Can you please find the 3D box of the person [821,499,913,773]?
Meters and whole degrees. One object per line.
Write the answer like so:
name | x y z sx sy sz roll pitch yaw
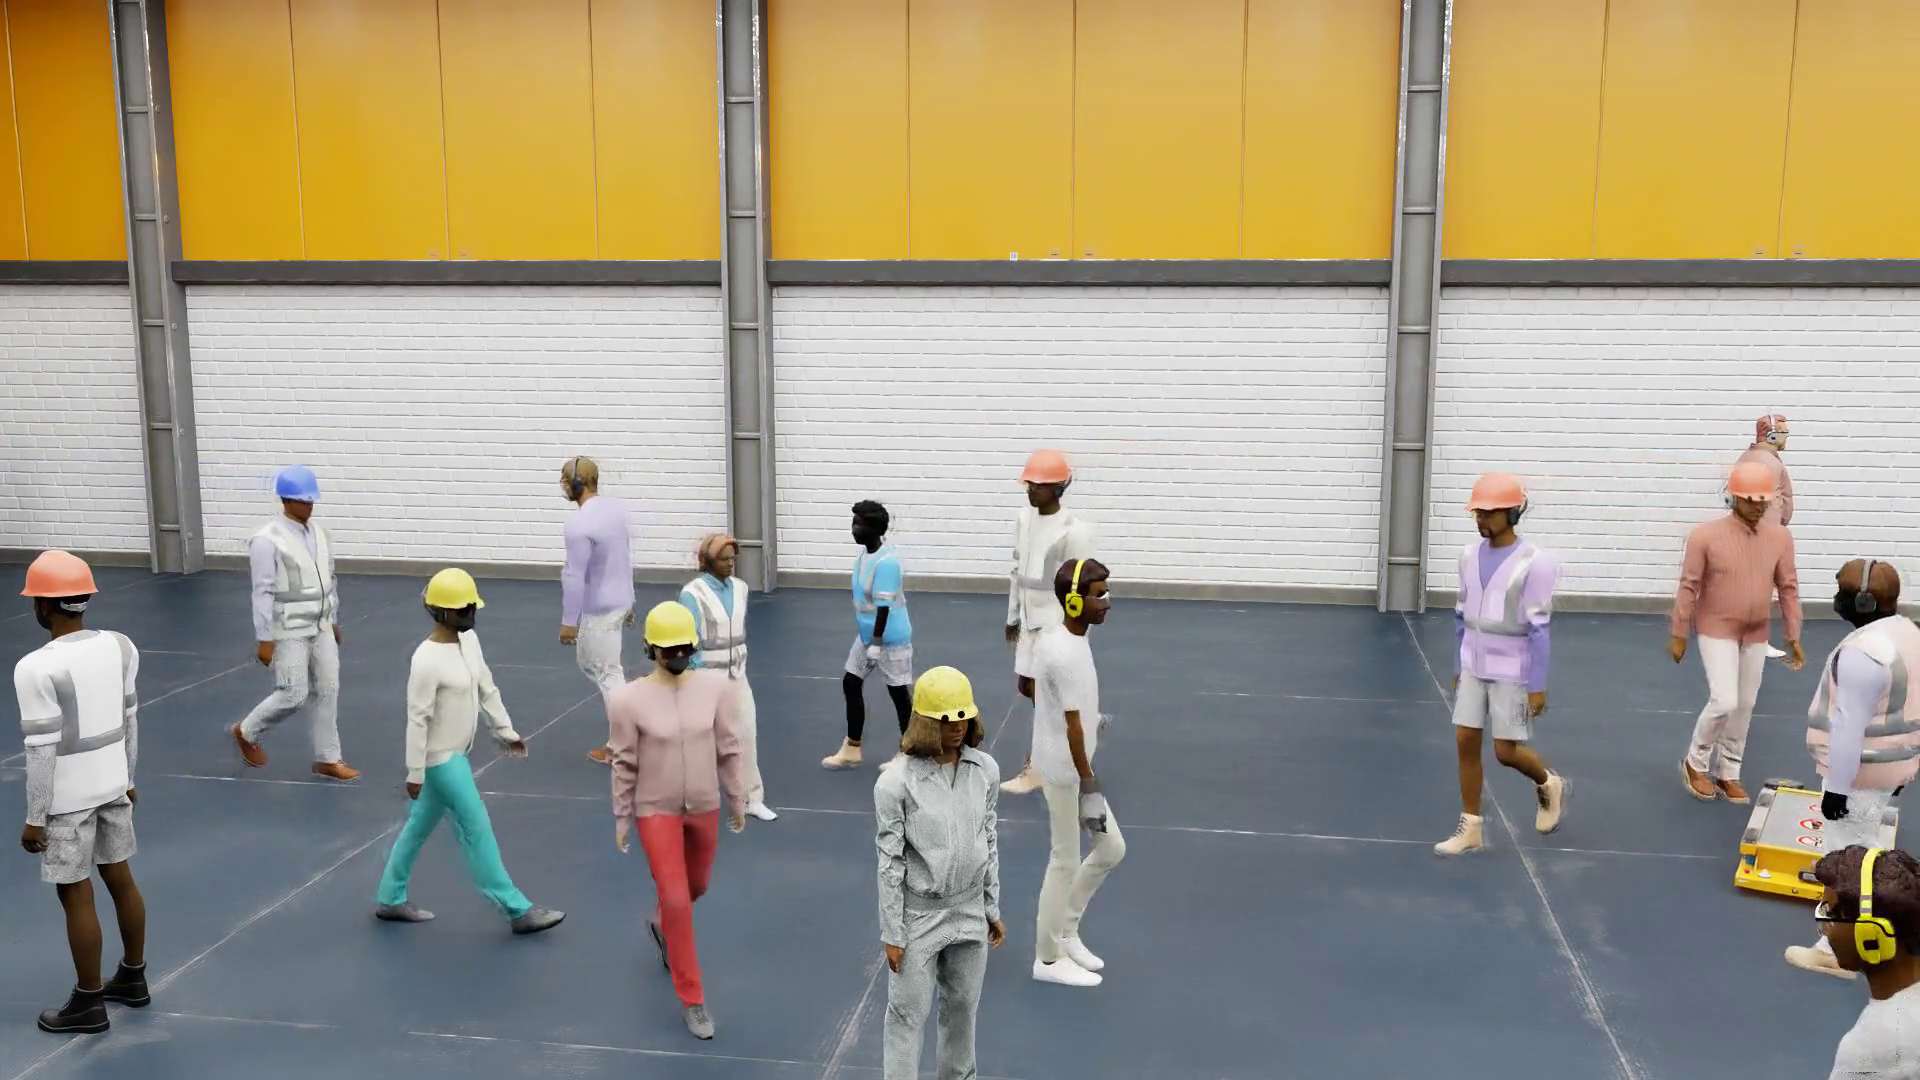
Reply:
person | -0.556 0.594 9.944 0.678 1.670 0.552 -4 10 -25

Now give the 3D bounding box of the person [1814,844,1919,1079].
person | 1.950 1.556 3.606 0.550 1.805 0.993 -9 13 -43

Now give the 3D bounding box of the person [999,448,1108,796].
person | 0.560 0.458 9.730 0.767 2.028 0.620 -6 11 -32

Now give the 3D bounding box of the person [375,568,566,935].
person | -2.298 0.964 7.571 0.944 1.708 0.535 0 9 3

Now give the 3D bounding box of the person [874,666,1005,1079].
person | -0.053 1.272 5.567 0.487 1.744 0.297 -7 11 -36

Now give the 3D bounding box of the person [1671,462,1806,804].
person | 4.390 0.535 9.398 0.636 1.971 0.475 -1 9 -8

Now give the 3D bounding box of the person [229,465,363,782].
person | -3.964 0.501 9.804 0.700 1.927 0.624 3 10 18

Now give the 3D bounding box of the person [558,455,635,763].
person | -2.204 0.436 10.213 0.473 1.915 0.637 1 9 7

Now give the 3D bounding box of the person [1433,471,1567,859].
person | 2.826 0.642 8.600 0.736 2.020 0.618 -5 11 -29

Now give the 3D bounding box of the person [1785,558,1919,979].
person | 3.878 0.987 7.062 0.534 1.831 0.631 9 13 43

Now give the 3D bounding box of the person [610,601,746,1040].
person | -1.177 1.072 6.828 0.557 1.731 0.819 -5 11 -31

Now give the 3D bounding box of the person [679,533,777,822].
person | -1.407 0.741 9.279 0.823 1.601 0.515 8 12 40

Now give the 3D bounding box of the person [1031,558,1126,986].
person | 0.490 0.989 6.979 0.433 1.850 0.517 3 10 15

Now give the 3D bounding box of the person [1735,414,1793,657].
person | 6.366 -0.045 13.181 0.402 1.911 0.638 1 9 7

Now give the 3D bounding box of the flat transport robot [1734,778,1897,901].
flat transport robot | 4.406 1.529 8.507 0.652 0.197 1.431 5 11 30

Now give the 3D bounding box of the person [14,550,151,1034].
person | -3.528 0.999 6.651 0.357 1.937 0.551 3 10 15
